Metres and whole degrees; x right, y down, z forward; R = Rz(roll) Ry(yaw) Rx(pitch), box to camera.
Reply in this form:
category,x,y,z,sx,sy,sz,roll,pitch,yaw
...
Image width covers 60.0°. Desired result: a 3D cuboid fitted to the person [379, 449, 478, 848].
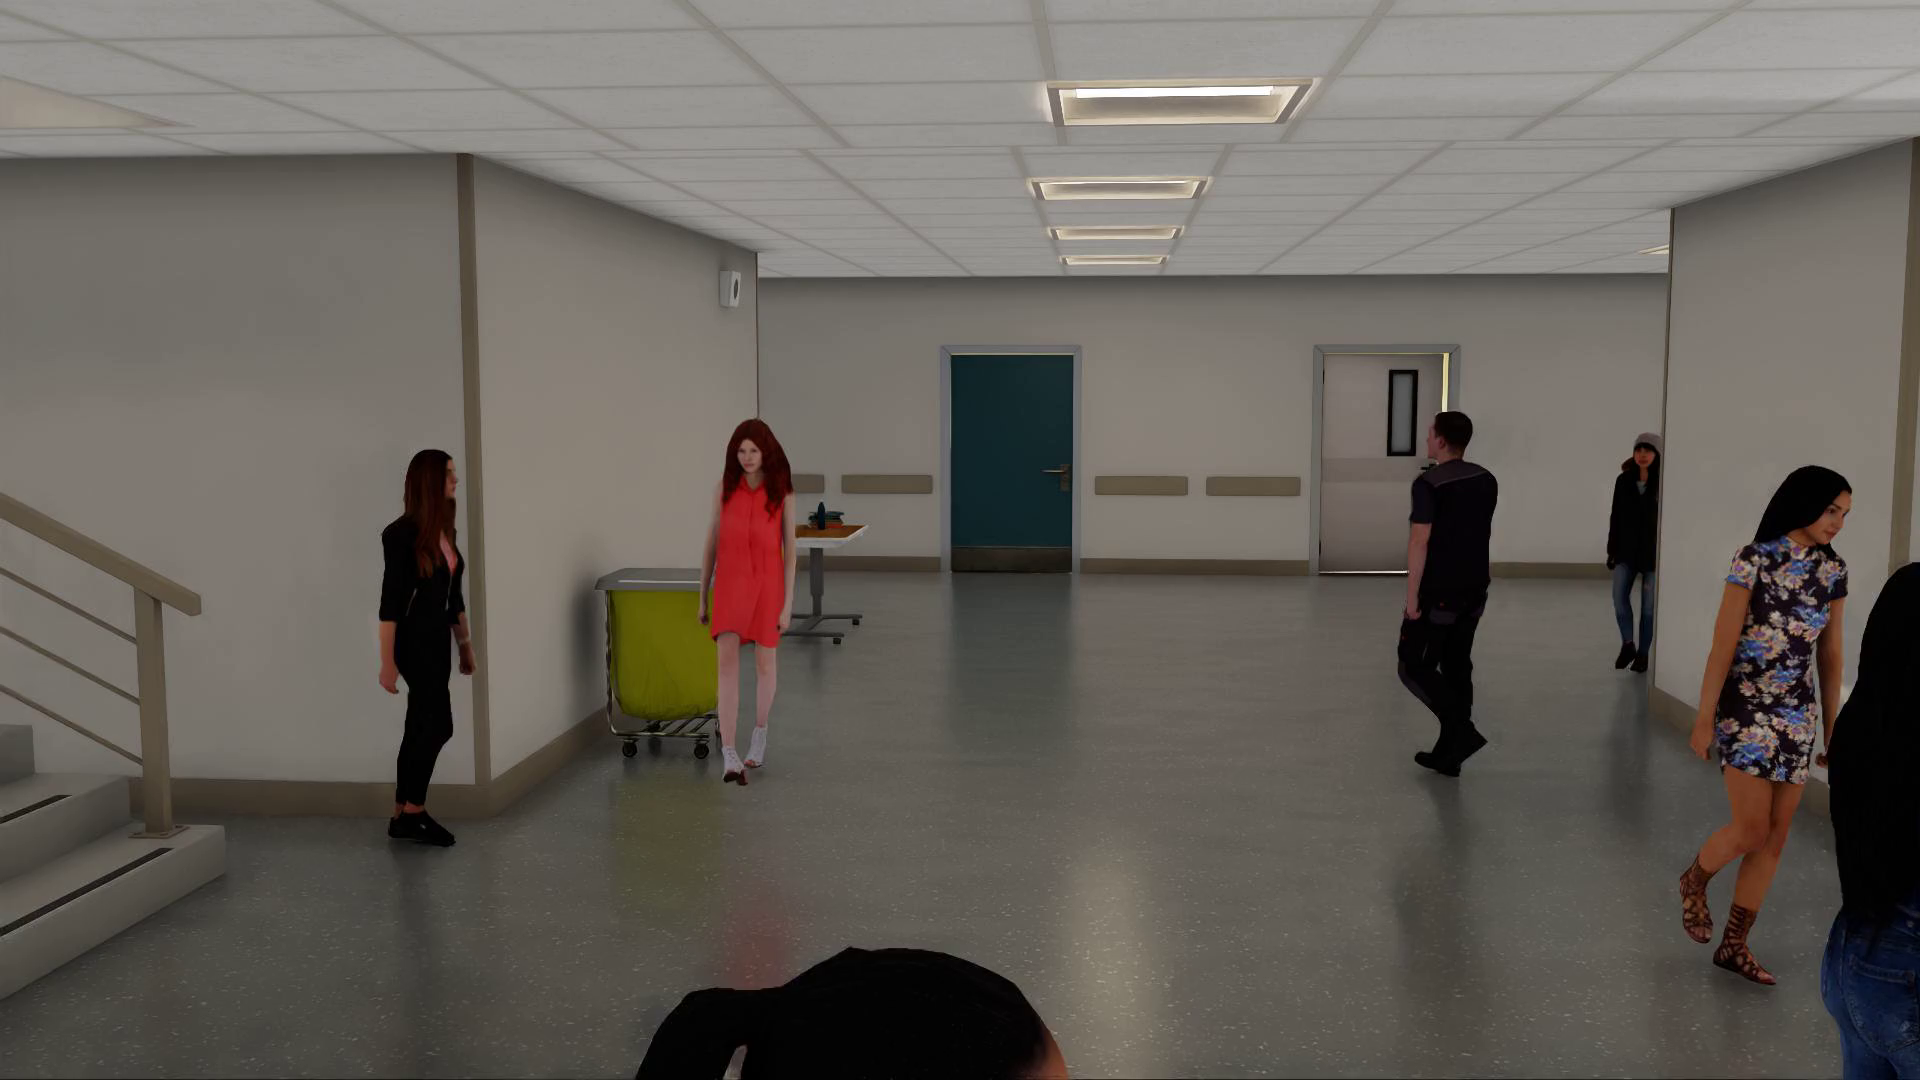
category,x,y,z,sx,sy,sz,roll,pitch,yaw
person,-2.392,0.466,7.134,0.654,1.700,0.695,1,6,12

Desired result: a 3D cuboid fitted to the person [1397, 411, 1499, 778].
category,x,y,z,sx,sy,sz,roll,pitch,yaw
person,2.483,0.287,8.233,0.942,1.837,0.997,-3,7,-30

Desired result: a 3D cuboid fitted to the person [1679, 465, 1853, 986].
category,x,y,z,sx,sy,sz,roll,pitch,yaw
person,2.682,0.611,5.632,0.744,1.712,0.830,-1,6,-6

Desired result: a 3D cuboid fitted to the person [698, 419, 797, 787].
category,x,y,z,sx,sy,sz,roll,pitch,yaw
person,-1.016,0.322,8.236,1.114,1.766,0.790,0,6,3

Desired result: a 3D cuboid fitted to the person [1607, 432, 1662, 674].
category,x,y,z,sx,sy,sz,roll,pitch,yaw
person,4.664,0.080,11.326,0.701,1.629,0.799,4,7,35
